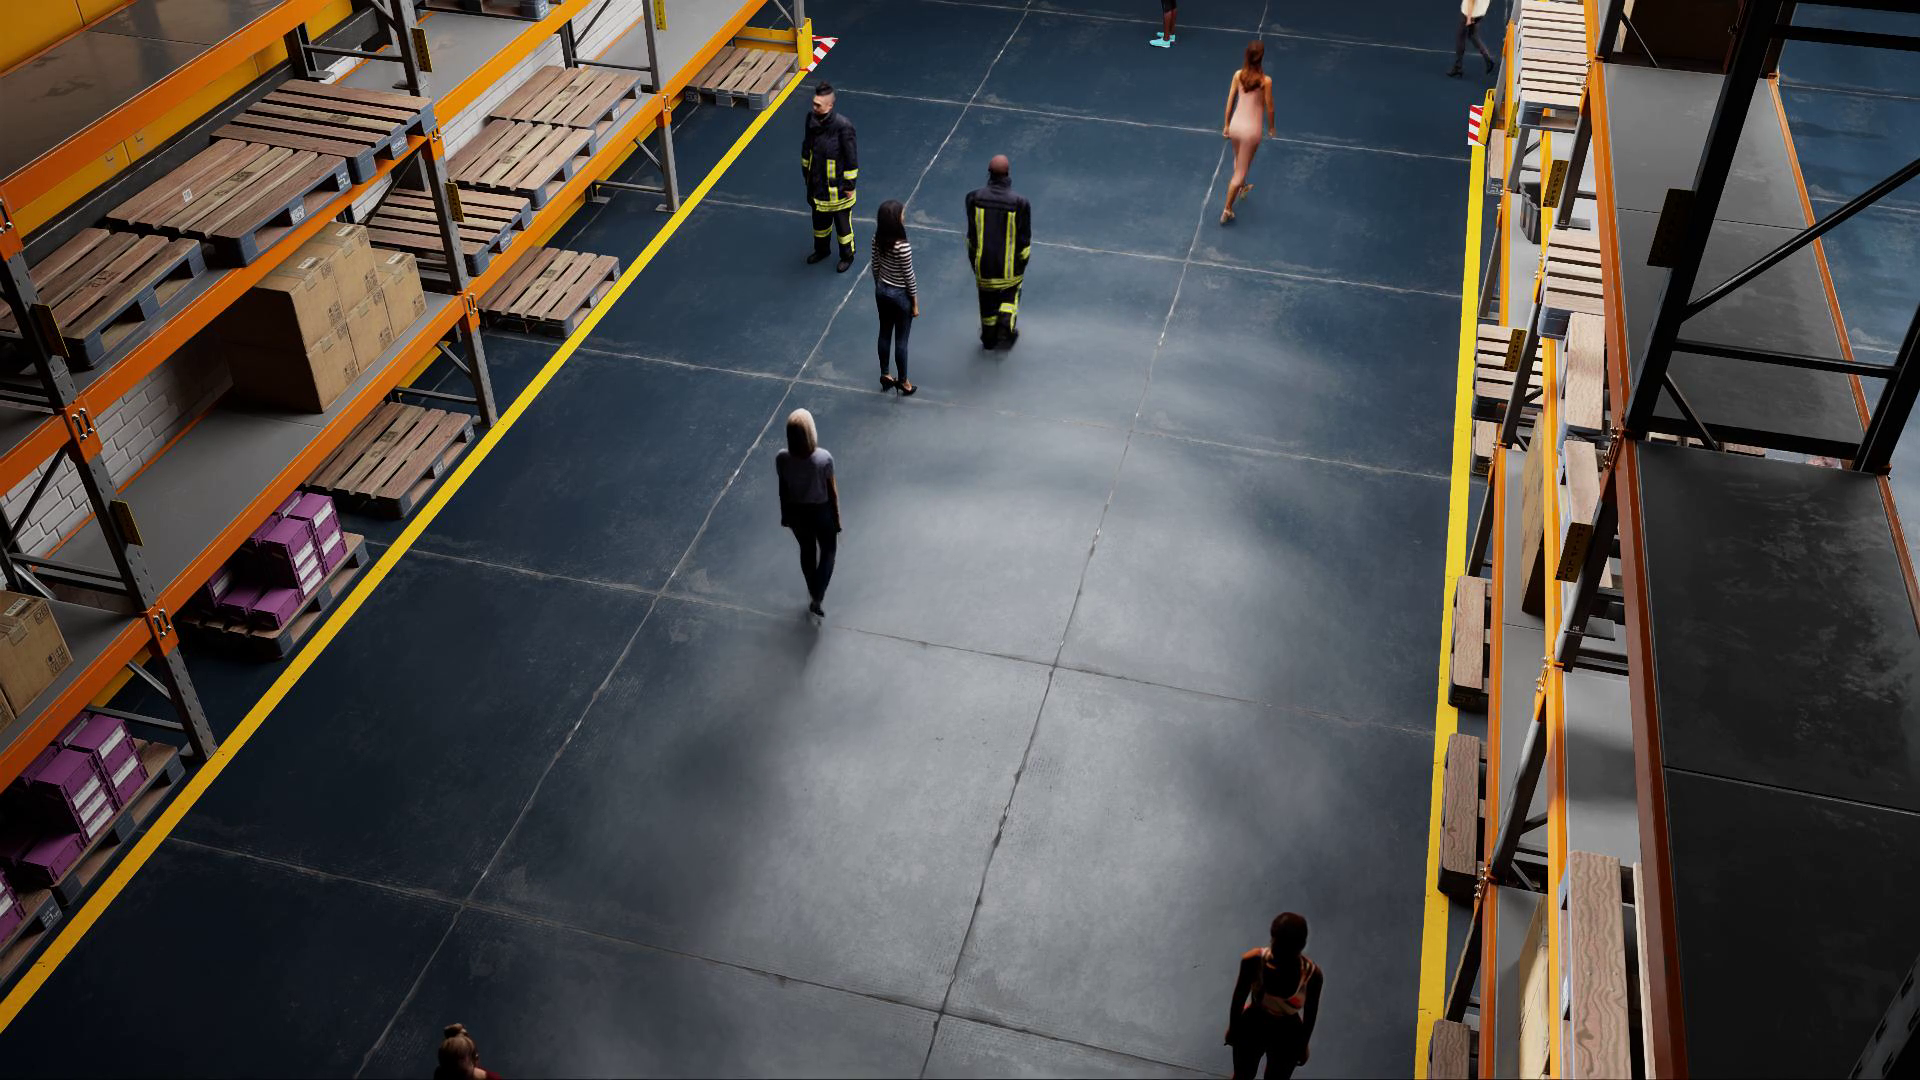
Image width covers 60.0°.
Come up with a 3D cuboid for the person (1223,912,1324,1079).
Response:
[{"bbox_3d":[1.549,2.473,8.329,0.568,1.791,0.545,10,40,12],"label":"person"}]

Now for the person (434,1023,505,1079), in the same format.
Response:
[{"bbox_3d":[-2.238,2.903,7.875,0.628,1.687,0.500,11,40,14],"label":"person"}]

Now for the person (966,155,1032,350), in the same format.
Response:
[{"bbox_3d":[0.308,-2.468,14.499,0.762,1.812,0.761,6,39,8],"label":"person"}]

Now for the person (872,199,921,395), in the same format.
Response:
[{"bbox_3d":[-0.554,-2.022,13.953,0.642,1.797,0.620,28,47,31],"label":"person"}]

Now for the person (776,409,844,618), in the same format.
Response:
[{"bbox_3d":[-1.057,-0.132,11.657,0.644,1.708,0.836,5,39,6],"label":"person"}]

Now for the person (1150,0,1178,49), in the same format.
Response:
[{"bbox_3d":[2.533,-6.817,20.015,0.652,1.725,0.544,17,42,20],"label":"person"}]

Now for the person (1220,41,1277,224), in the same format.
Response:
[{"bbox_3d":[2.769,-3.972,16.393,0.852,1.799,1.075,27,46,30],"label":"person"}]

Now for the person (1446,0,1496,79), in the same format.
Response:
[{"bbox_3d":[5.991,-6.066,19.196,0.864,1.573,0.881,-30,48,-32],"label":"person"}]

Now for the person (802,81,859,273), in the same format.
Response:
[{"bbox_3d":[-1.221,-3.448,15.682,0.838,1.867,0.811,22,43,25],"label":"person"}]
